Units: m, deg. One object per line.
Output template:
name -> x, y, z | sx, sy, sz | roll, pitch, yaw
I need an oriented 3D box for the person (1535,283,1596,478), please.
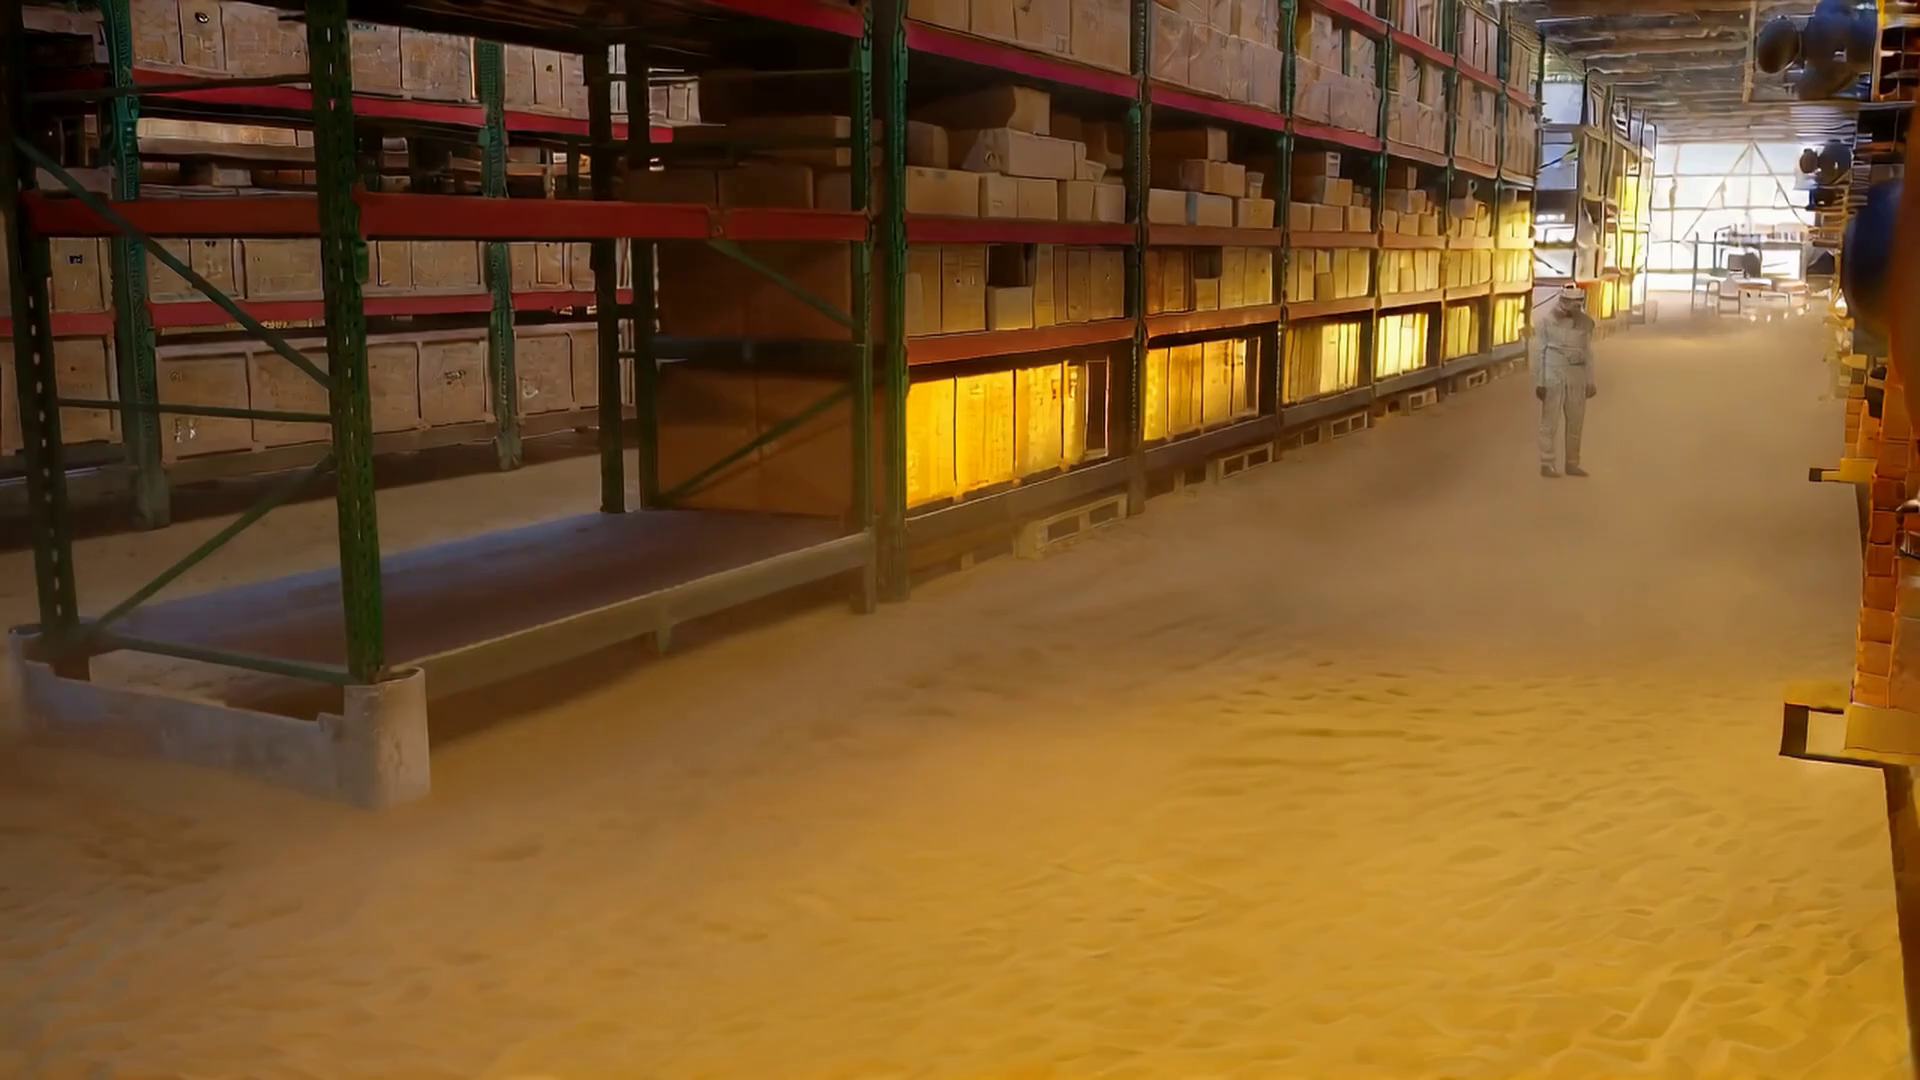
person -> 5.889, -1.544, 16.156 | 0.653, 1.894, 0.401 | -3, 10, -16
